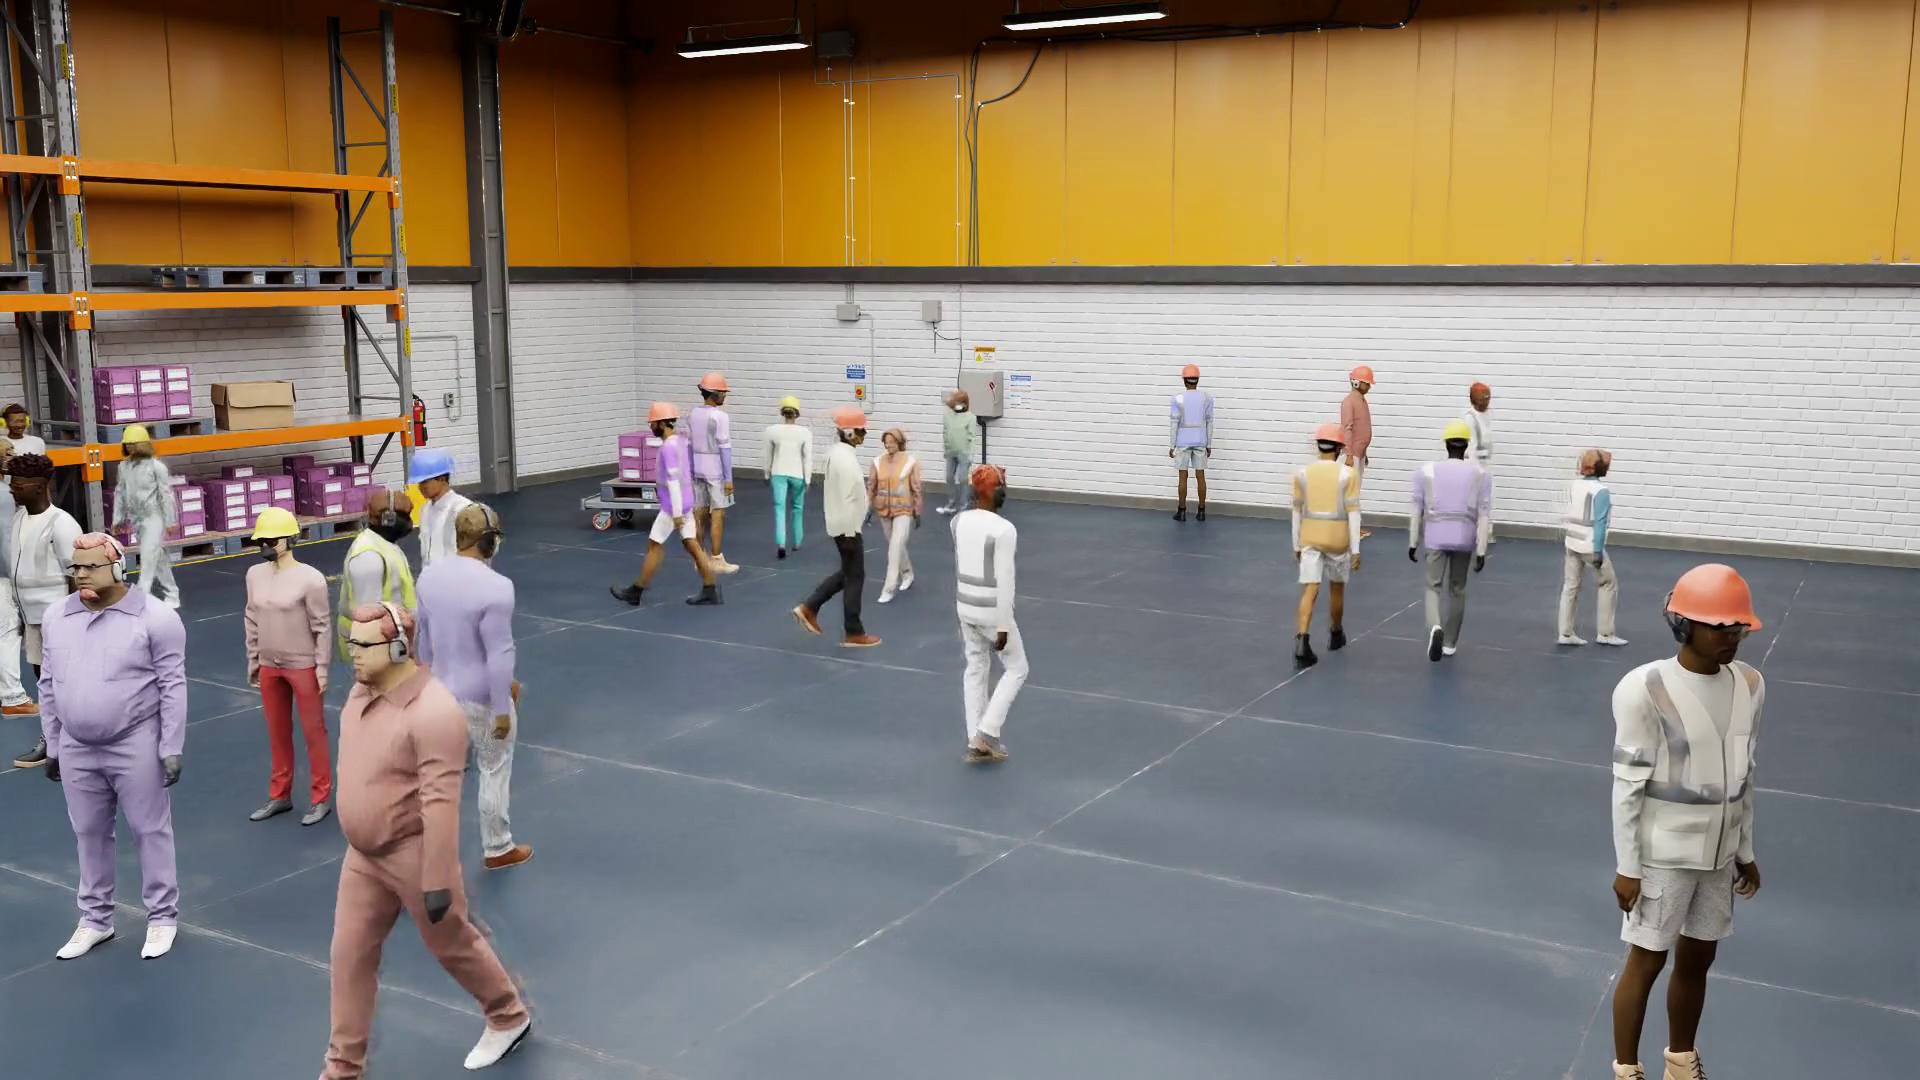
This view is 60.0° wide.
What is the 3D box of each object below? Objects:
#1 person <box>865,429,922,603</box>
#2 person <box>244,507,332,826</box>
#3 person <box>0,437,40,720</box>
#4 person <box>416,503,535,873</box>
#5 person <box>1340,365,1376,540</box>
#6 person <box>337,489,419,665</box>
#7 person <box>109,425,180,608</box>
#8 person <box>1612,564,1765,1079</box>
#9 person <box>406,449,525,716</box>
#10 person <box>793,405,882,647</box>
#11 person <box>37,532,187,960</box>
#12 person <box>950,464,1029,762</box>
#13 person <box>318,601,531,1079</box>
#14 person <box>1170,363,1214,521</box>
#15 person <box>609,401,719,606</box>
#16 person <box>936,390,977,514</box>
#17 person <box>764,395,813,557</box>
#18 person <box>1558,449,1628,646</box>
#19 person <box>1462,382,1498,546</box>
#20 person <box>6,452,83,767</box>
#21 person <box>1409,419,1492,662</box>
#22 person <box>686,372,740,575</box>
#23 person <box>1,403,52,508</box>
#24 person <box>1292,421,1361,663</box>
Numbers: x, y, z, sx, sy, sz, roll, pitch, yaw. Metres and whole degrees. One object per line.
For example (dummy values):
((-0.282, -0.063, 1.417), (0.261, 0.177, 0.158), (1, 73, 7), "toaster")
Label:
((-0.609, -0.256, 15.641), (0.522, 1.601, 0.880), (4, 10, 25), "person")
((-3.699, 0.693, 9.150), (0.525, 1.769, 0.327), (3, 10, 18), "person")
((-6.544, 0.252, 11.363), (0.637, 1.938, 0.355), (8, 12, 40), "person")
((-2.481, 0.779, 8.178), (0.665, 1.912, 0.814), (6, 11, 32), "person")
((4.537, -1.003, 19.043), (0.386, 1.989, 0.608), (5, 10, 29), "person")
((-3.285, 0.622, 9.443), (0.440, 1.817, 0.652), (-1, 9, -9), "person")
((-7.219, -0.157, 14.640), (0.489, 1.702, 0.882), (3, 10, 19), "person")
((2.563, 1.088, 5.831), (0.612, 2.041, 0.380), (-4, 10, -21), "person")
((-3.244, 0.359, 10.767), (0.639, 1.914, 0.607), (8, 12, 43), "person")
((-0.983, -0.103, 13.449), (0.604, 1.982, 0.614), (-2, 9, -11), "person")
((-3.754, 0.911, 7.355), (0.638, 1.909, 0.408), (0, 9, 0), "person")
((0.181, 0.458, 10.296), (0.412, 1.868, 0.580), (-9, 13, -44), "person")
((-2.029, 1.134, 6.119), (0.654, 1.866, 0.971), (7, 11, 37), "person")
((2.825, -1.192, 20.383), (0.542, 1.938, 0.358), (-1, 9, -6), "person")
((-2.673, -0.320, 15.138), (1.005, 1.870, 0.556), (1, 9, 5), "person")
((-0.026, -1.076, 20.678), (0.585, 1.604, 0.409), (6, 11, 35), "person")
((-1.849, -0.691, 17.910), (0.531, 1.731, 0.870), (-1, 9, -3), "person")
((5.175, 0.070, 13.469), (0.649, 1.612, 0.547), (-1, 9, -9), "person")
((5.751, -0.823, 18.383), (0.668, 1.849, 0.542), (-7, 12, -39), "person")
((-5.539, 0.440, 10.106), (0.607, 1.966, 0.374), (6, 11, 32), "person")
((3.805, 0.019, 12.941), (0.608, 1.893, 0.754), (2, 9, 15), "person")
((-2.494, -0.675, 16.830), (0.612, 2.039, 0.392), (9, 13, 43), "person")
((-8.583, -0.323, 15.211), (0.321, 1.860, 0.528), (8, 12, 42), "person")
((2.867, 0.010, 13.075), (0.569, 1.883, 1.011), (4, 10, 25), "person")
